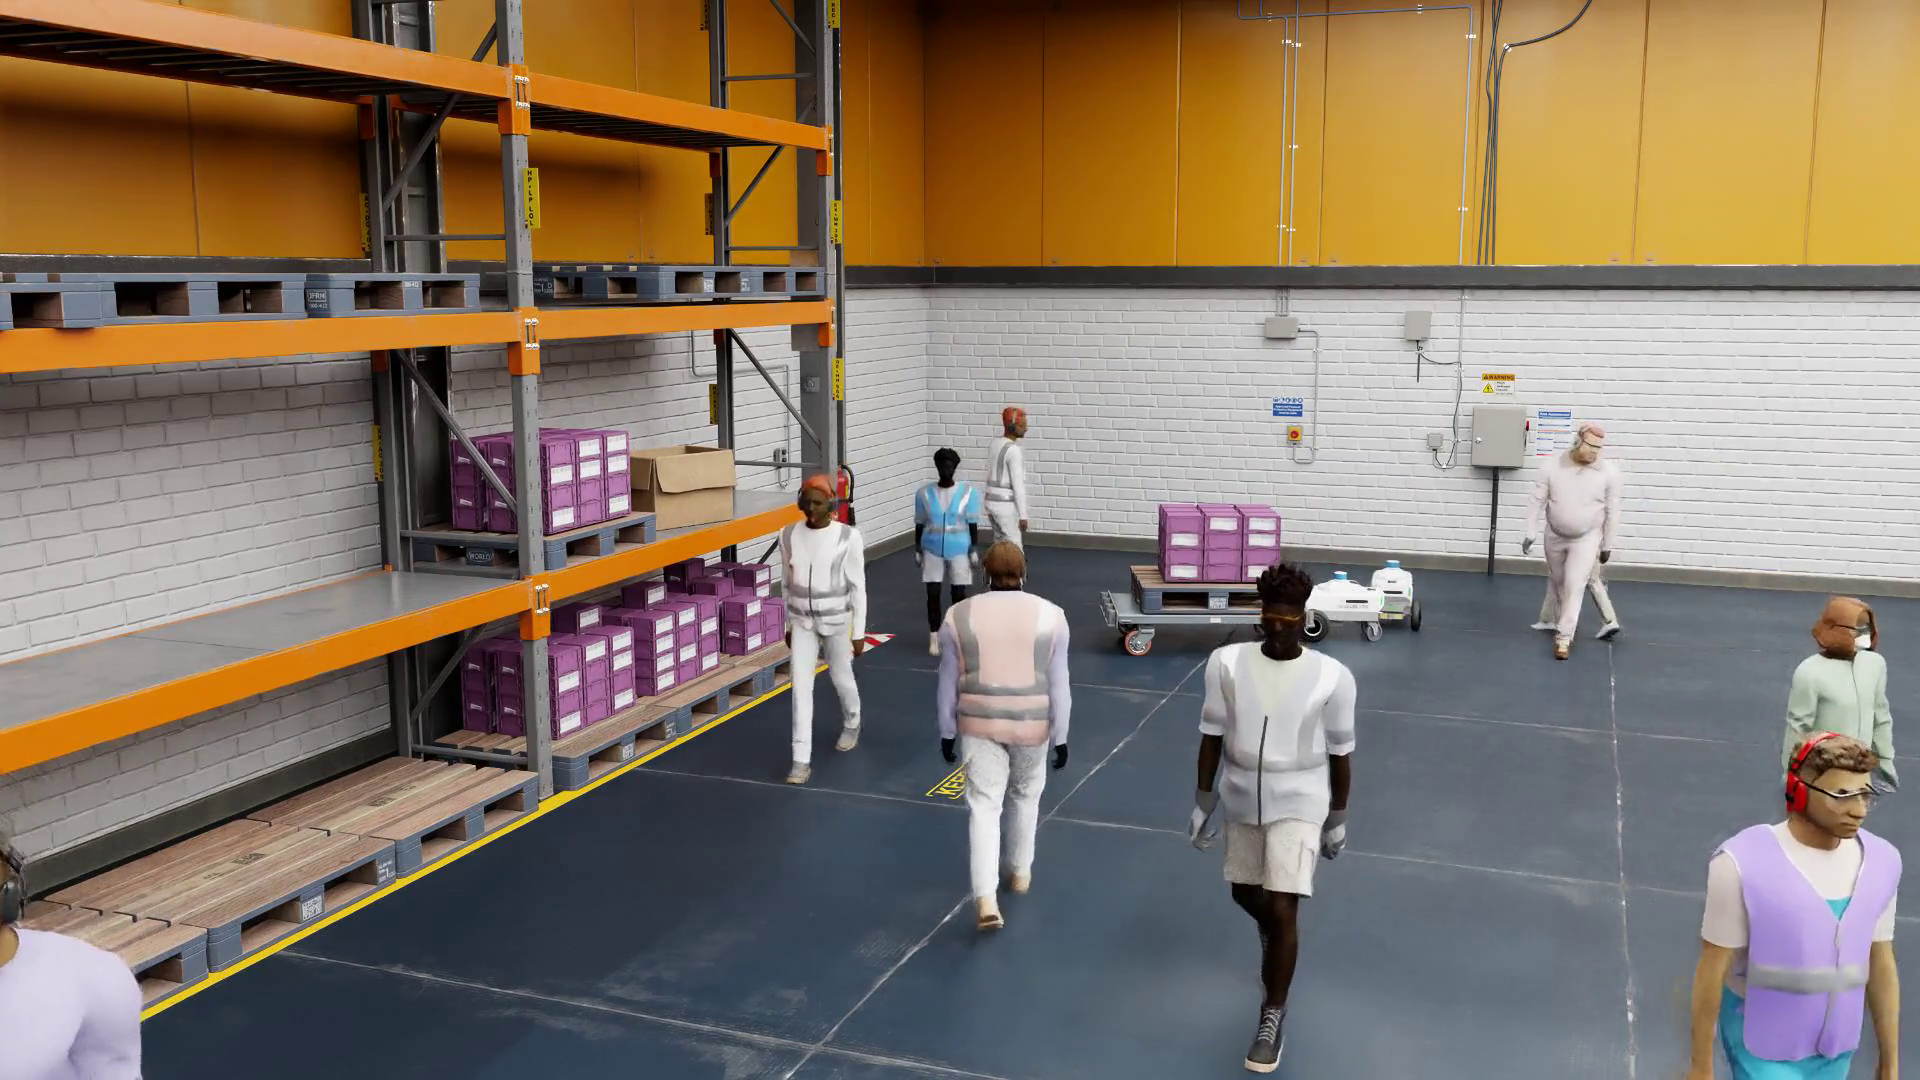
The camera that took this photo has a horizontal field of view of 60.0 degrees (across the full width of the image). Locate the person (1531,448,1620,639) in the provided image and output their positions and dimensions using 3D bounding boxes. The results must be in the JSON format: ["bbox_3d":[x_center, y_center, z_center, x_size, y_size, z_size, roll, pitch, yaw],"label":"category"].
[{"bbox_3d":[5.208,0.028,13.929,0.517,1.617,0.804,-4,10,-21],"label":"person"}]

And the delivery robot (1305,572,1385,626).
[{"bbox_3d":[3.171,0.508,13.882,0.707,0.478,0.477,1,9,7],"label":"delivery robot"}]

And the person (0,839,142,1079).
[{"bbox_3d":[-2.107,1.511,3.658,0.641,1.911,0.904,-3,9,-15],"label":"person"}]

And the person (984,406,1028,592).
[{"bbox_3d":[0.410,-0.267,14.914,0.378,1.873,0.618,-3,10,-18],"label":"person"}]

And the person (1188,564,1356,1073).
[{"bbox_3d":[1.265,1.024,6.641,0.607,1.935,0.910,5,10,28],"label":"person"}]

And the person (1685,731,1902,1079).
[{"bbox_3d":[2.276,1.408,4.517,0.605,1.828,0.489,-3,9,-17],"label":"person"}]

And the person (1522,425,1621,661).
[{"bbox_3d":[4.953,-0.013,13.428,0.659,1.852,0.968,6,11,34],"label":"person"}]

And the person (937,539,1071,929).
[{"bbox_3d":[0.206,0.898,7.865,0.630,1.802,0.929,0,9,1],"label":"person"}]

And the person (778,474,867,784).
[{"bbox_3d":[-0.822,0.496,10.257,0.585,1.843,0.994,3,9,16],"label":"person"}]

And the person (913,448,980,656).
[{"bbox_3d":[-0.107,0.070,13.391,0.544,1.675,0.550,1,9,6],"label":"person"}]

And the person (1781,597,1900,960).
[{"bbox_3d":[3.987,1.028,7.646,0.500,1.599,0.838,-4,10,-23],"label":"person"}]

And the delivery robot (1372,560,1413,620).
[{"bbox_3d":[3.752,0.420,14.436,0.477,0.478,0.707,2,9,15],"label":"delivery robot"}]
